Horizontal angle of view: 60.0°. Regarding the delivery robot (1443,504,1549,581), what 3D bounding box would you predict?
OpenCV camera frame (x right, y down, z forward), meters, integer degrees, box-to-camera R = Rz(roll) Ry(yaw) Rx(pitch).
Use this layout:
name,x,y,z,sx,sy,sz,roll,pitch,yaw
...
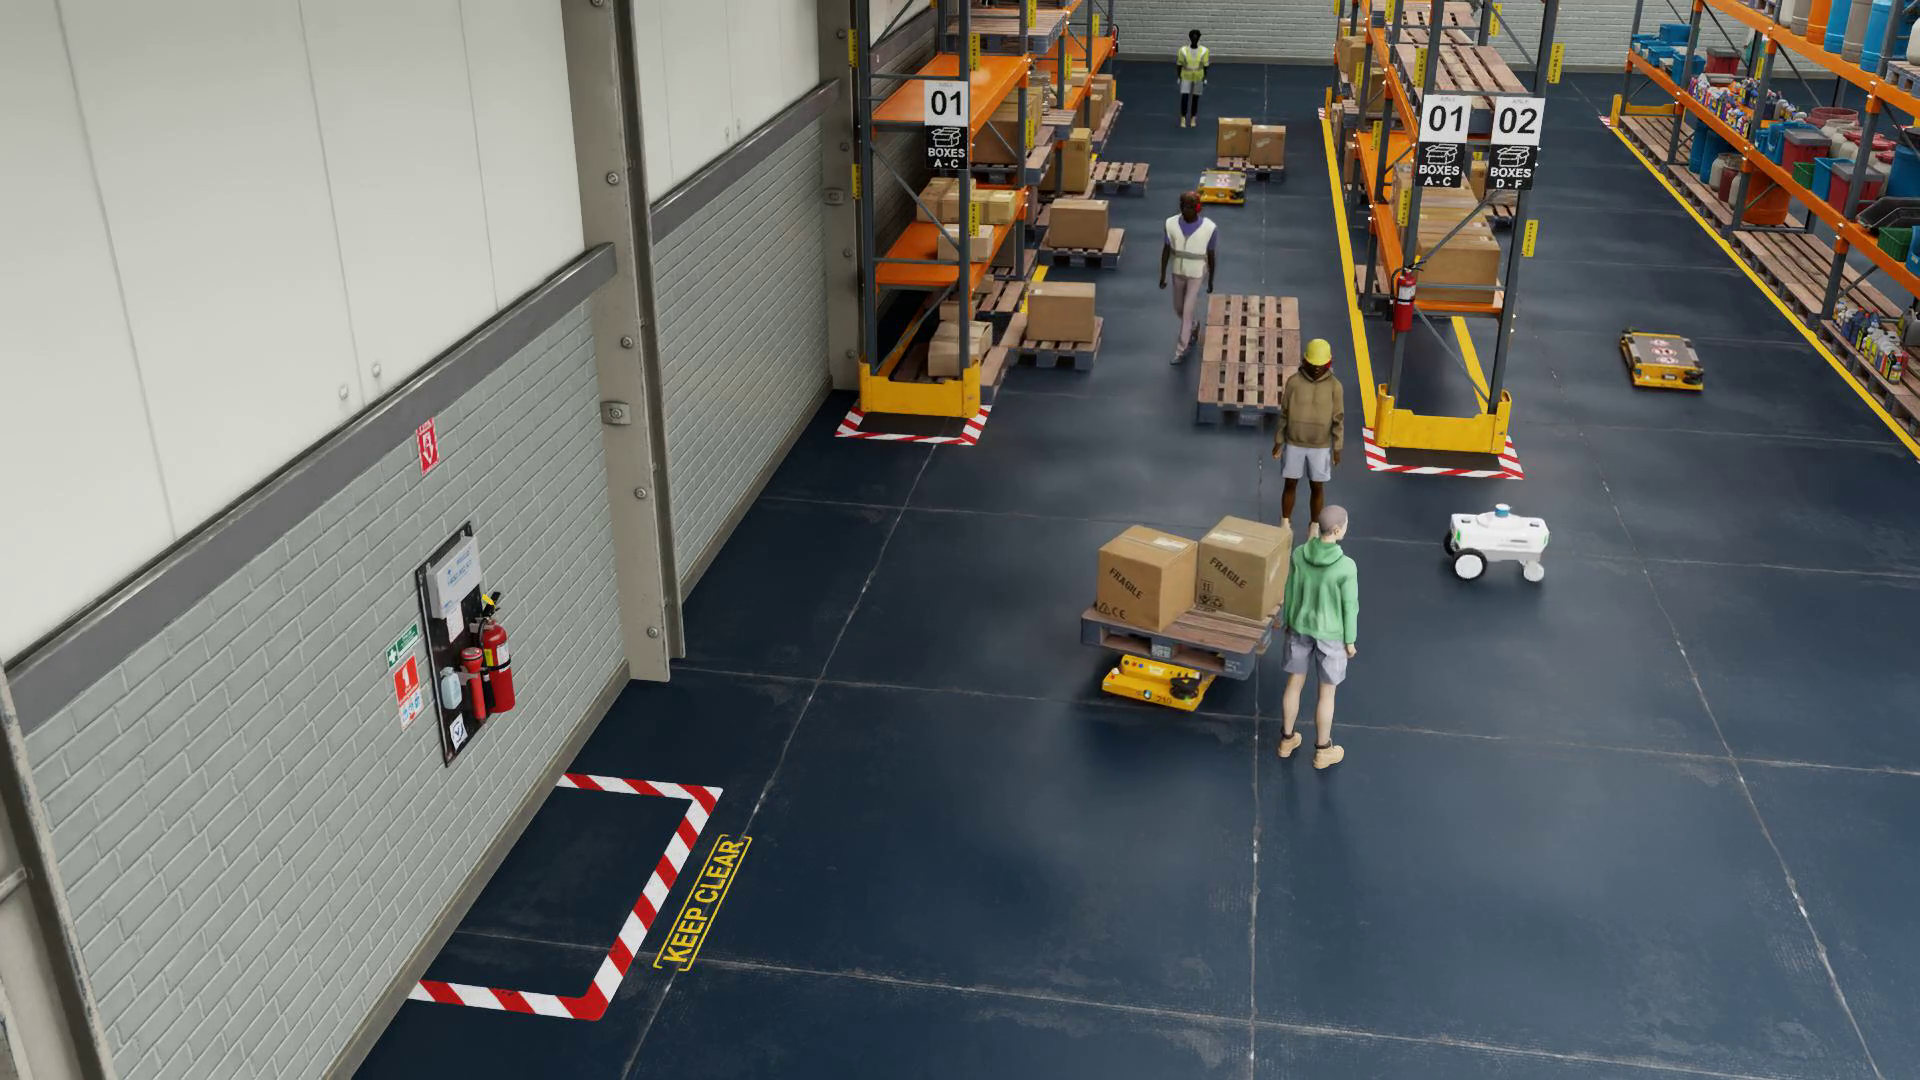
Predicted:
name,x,y,z,sx,sy,sz,roll,pitch,yaw
delivery robot,4.175,0.010,13.001,0.775,0.596,0.499,3,25,7

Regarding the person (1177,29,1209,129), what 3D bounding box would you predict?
name,x,y,z,sx,sy,sz,roll,pitch,yaw
person,4.011,-7.933,28.665,0.546,1.677,0.632,1,25,3

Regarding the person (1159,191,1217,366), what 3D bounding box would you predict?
name,x,y,z,sx,sy,sz,roll,pitch,yaw
person,2.433,-2.817,17.572,0.577,1.812,0.826,14,28,27

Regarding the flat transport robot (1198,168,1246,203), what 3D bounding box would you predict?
name,x,y,z,sx,sy,sz,roll,pitch,yaw
flat transport robot,3.865,-5.209,24.506,0.659,0.231,1.431,4,25,9

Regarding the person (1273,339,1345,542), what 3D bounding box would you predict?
name,x,y,z,sx,sy,sz,roll,pitch,yaw
person,2.781,-0.780,13.269,0.541,1.756,0.415,8,26,16

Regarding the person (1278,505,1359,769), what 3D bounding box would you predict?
name,x,y,z,sx,sy,sz,roll,pitch,yaw
person,2.217,0.602,10.332,0.481,1.737,0.313,18,30,33

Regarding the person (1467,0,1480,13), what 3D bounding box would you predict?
name,x,y,z,sx,sy,sz,roll,pitch,yaw
person,9.477,-9.253,31.301,0.528,1.851,0.529,9,27,19

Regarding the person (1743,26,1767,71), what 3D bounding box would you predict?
name,x,y,z,sx,sy,sz,roll,pitch,yaw
person,15.588,-9.740,32.488,0.698,1.718,0.378,-16,29,-30

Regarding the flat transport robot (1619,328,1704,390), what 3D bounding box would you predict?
name,x,y,z,sx,sy,sz,roll,pitch,yaw
flat transport robot,7.334,-1.894,17.411,0.659,0.231,1.431,6,26,13

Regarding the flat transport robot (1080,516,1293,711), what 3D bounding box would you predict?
name,x,y,z,sx,sy,sz,roll,pitch,yaw
flat transport robot,1.569,0.746,11.762,0.659,0.231,1.431,12,27,23
